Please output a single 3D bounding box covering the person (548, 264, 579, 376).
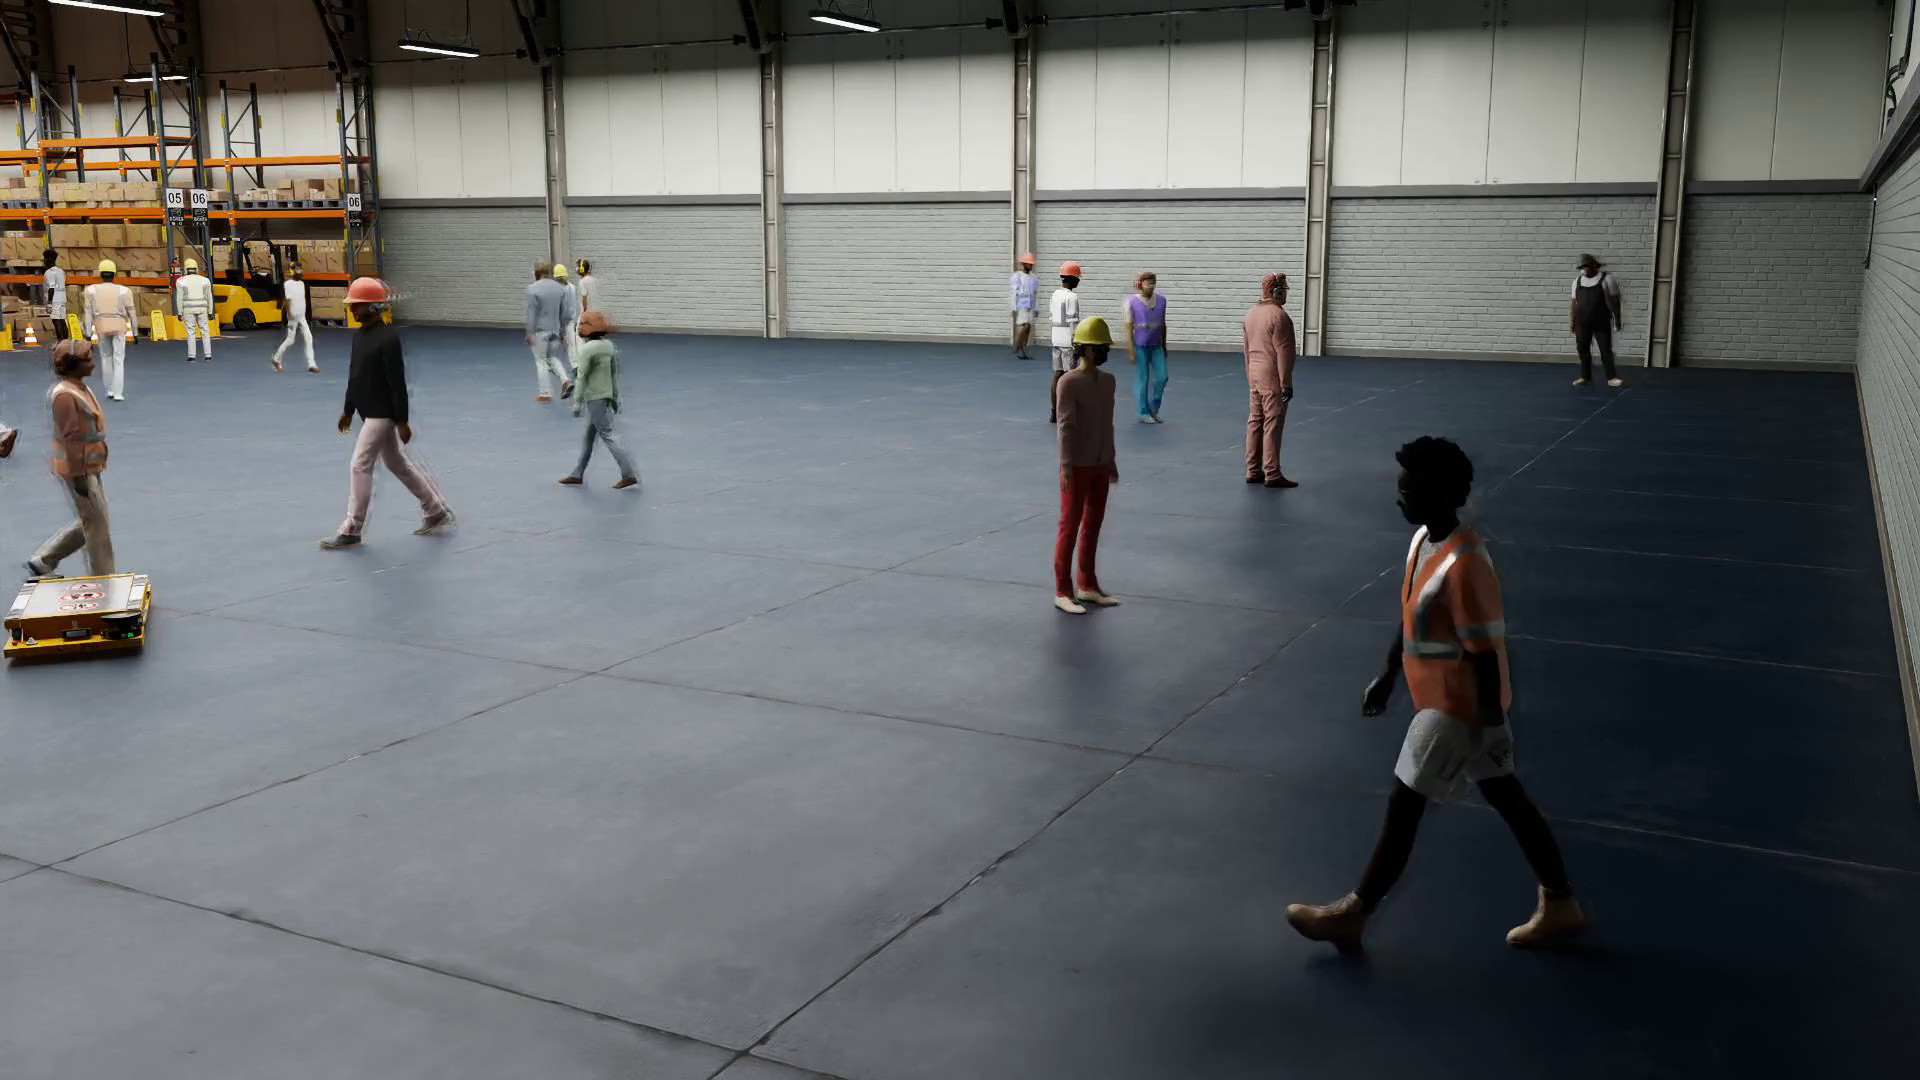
[{"bbox_3d":[-6.322,-3.482,26.432,0.619,1.775,0.902,-9,14,-41],"label":"person"}]

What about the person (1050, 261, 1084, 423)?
[{"bbox_3d":[1.287,-2.345,19.815,0.375,1.935,0.551,-5,11,-24],"label":"person"}]

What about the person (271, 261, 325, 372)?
[{"bbox_3d":[-10.932,-3.650,27.242,0.924,1.835,0.525,3,11,15],"label":"person"}]

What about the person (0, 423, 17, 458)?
[{"bbox_3d":[-9.856,-1.685,16.373,0.787,1.884,0.650,-9,14,-40],"label":"person"}]

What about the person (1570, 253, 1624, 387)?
[{"bbox_3d":[9.454,-3.290,24.683,0.843,2.000,0.560,9,14,40],"label":"person"}]

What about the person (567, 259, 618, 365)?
[{"bbox_3d":[-6.367,-3.916,28.657,0.830,1.842,0.518,3,11,16],"label":"person"}]

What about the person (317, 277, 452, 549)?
[{"bbox_3d":[-4.220,-0.942,12.162,1.028,1.950,0.614,-8,13,-36],"label":"person"}]

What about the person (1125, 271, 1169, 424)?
[{"bbox_3d":[2.227,-2.273,19.733,0.603,1.816,0.477,-5,12,-26],"label":"person"}]

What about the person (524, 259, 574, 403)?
[{"bbox_3d":[-5.511,-2.775,22.215,0.493,1.926,0.634,6,12,29],"label":"person"}]

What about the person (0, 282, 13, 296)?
[{"bbox_3d":[-24.004,-6.258,41.371,0.984,1.849,0.671,5,12,25],"label":"person"}]

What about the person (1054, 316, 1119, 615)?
[{"bbox_3d":[0.776,-0.448,9.937,0.325,1.767,0.533,9,14,41],"label":"person"}]

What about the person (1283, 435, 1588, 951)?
[{"bbox_3d":[1.545,0.495,5.154,0.953,1.635,0.519,2,11,9],"label":"person"}]

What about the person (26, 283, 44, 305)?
[{"bbox_3d":[-24.763,-6.877,44.584,0.392,1.921,0.585,5,12,26],"label":"person"}]

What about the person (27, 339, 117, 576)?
[{"bbox_3d":[-5.409,-0.418,10.165,0.587,1.622,0.525,-3,11,-16],"label":"person"}]

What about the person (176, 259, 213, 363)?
[{"bbox_3d":[-13.529,-4.050,29.401,0.603,1.828,0.404,-8,13,-38],"label":"person"}]

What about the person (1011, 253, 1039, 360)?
[{"bbox_3d":[1.198,-4.196,29.945,0.579,1.922,0.403,-9,14,-41],"label":"person"}]

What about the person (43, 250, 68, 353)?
[{"bbox_3d":[-17.306,-4.559,31.807,0.367,1.966,0.606,-1,10,-7],"label":"person"}]

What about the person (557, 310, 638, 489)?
[{"bbox_3d":[-3.219,-1.239,14.737,0.841,1.589,0.512,3,11,16],"label":"person"}]

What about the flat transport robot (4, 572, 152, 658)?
[{"bbox_3d":[-4.967,0.396,9.413,0.652,0.197,1.431,-5,11,-23],"label":"flat transport robot"}]

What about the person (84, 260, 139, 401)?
[{"bbox_3d":[-11.569,-2.858,22.723,0.619,1.885,0.910,-4,11,-21],"label":"person"}]

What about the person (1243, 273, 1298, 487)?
[{"bbox_3d":[2.799,-1.429,14.899,0.406,1.911,0.639,-4,11,-21],"label":"person"}]
